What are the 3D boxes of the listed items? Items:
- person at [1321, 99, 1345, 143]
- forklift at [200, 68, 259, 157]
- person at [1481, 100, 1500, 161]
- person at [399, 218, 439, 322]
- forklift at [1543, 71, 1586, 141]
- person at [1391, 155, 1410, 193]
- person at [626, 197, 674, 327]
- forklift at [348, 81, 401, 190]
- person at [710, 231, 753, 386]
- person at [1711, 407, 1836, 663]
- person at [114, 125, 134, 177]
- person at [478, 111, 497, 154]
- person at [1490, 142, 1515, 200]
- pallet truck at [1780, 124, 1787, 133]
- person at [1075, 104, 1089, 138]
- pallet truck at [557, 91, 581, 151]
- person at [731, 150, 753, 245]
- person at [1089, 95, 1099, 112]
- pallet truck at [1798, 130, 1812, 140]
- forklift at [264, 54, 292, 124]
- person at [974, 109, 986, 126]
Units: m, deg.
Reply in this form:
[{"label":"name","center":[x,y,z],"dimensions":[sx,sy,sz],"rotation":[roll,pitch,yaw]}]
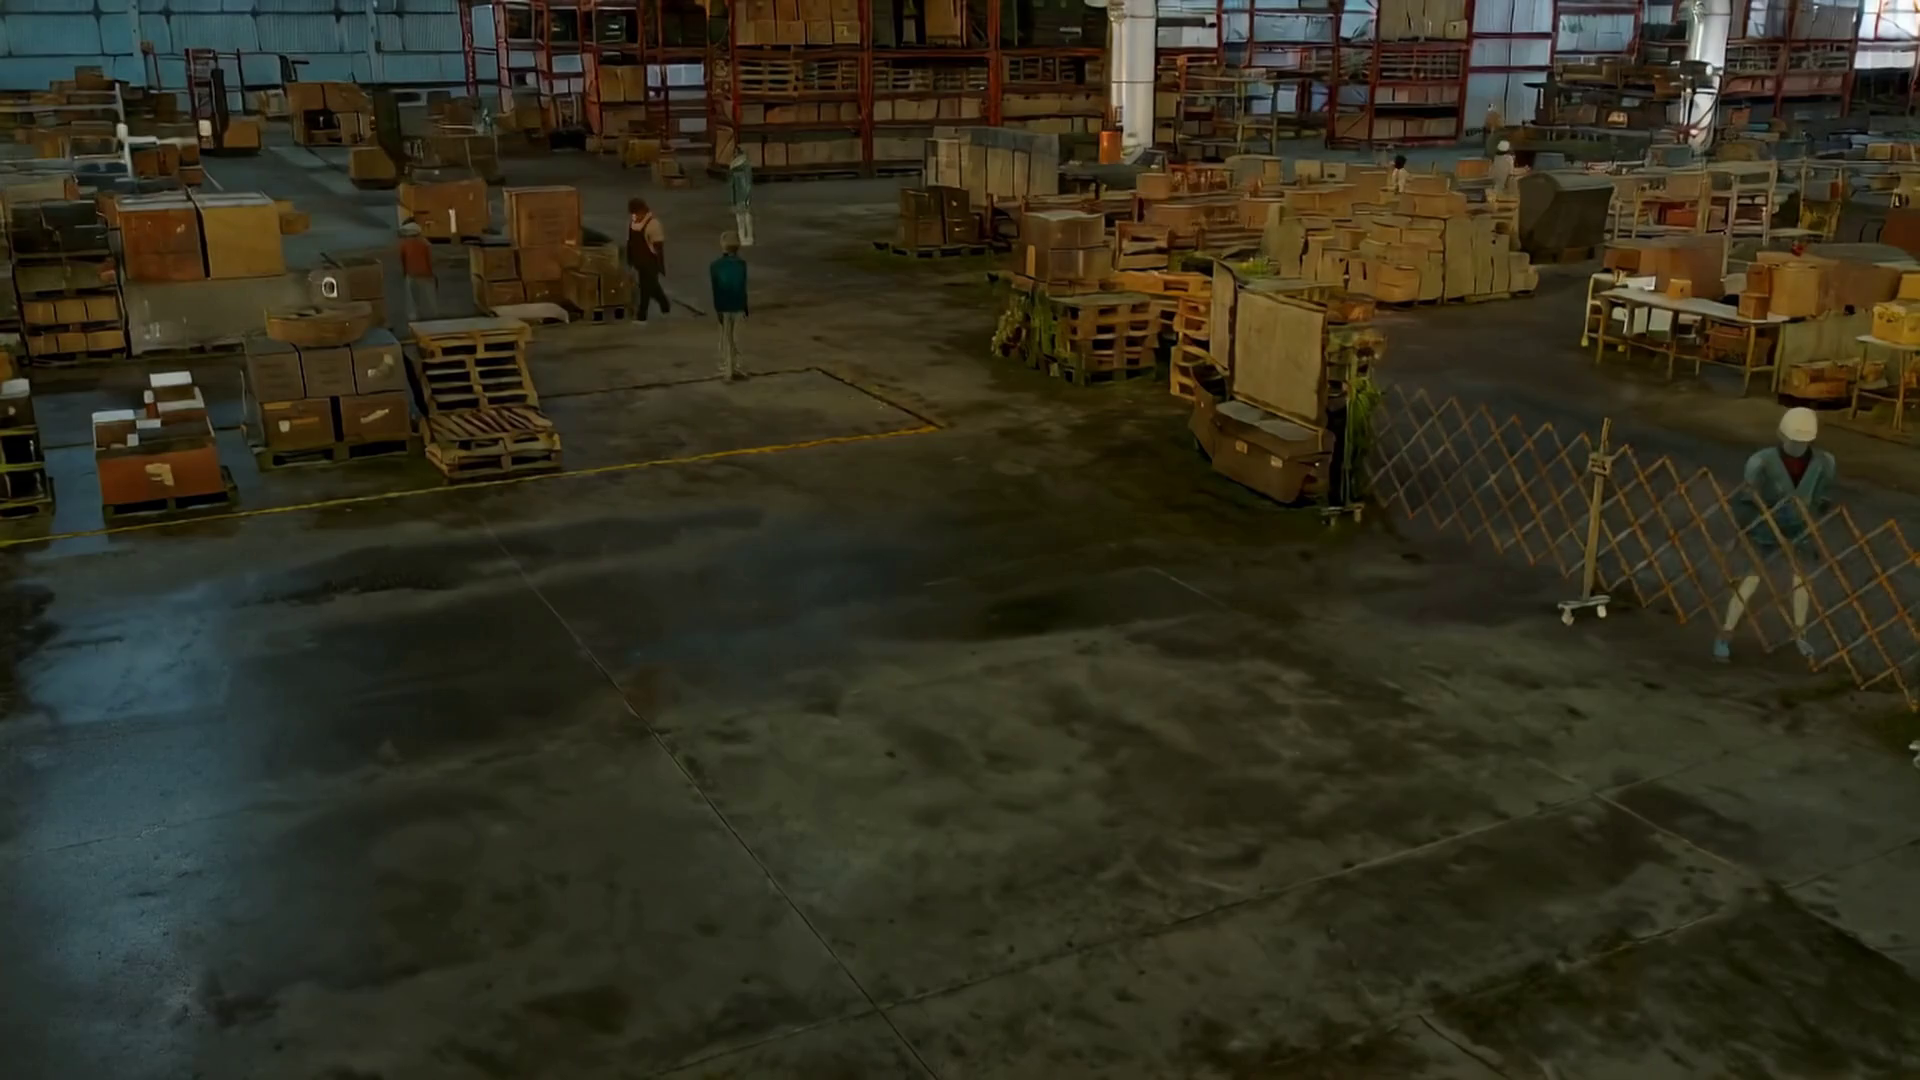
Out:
[{"label":"person","center":[13.566,-15.218,60.356],"dimensions":[0.901,1.580,0.514],"rotation":[-2,18,-5]},{"label":"forklift","center":[-24.369,-14.147,54.940],"dimensions":[1.873,2.768,1.129],"rotation":[-9,20,-26]},{"label":"person","center":[16.915,-13.120,53.285],"dimensions":[0.674,1.913,0.646],"rotation":[-3,18,-10]},{"label":"person","center":[-8.210,-4.026,25.287],"dimensions":[0.537,1.696,0.939],"rotation":[-3,18,-9]},{"label":"forklift","center":[18.685,-13.231,52.085],"dimensions":[1.873,2.768,1.129],"rotation":[-9,20,-26]},{"label":"person","center":[9.655,-7.574,36.382],"dimensions":[0.472,1.688,0.543],"rotation":[-7,19,-21]},{"label":"person","center":[-4.841,-4.399,25.904],"dimensions":[0.978,2.000,0.697],"rotation":[-16,24,-41]},{"label":"forklift","center":[-15.619,-10.988,45.089],"dimensions":[1.873,2.768,1.129],"rotation":[-9,20,-26]},{"label":"person","center":[-2.981,-3.031,21.711],"dimensions":[0.376,1.995,0.609],"rotation":[12,21,33]},{"label":"person","center":[6.123,-0.052,12.466],"dimensions":[0.811,1.986,0.584],"rotation":[3,18,9]},{"label":"person","center":[-21.008,-9.422,41.699],"dimensions":[0.512,1.950,0.640],"rotation":[-5,18,-14]},{"label":"person","center":[-13.825,-11.594,48.651],"dimensions":[0.508,1.855,0.455],"rotation":[0,18,-1]},{"label":"person","center":[12.605,-8.315,38.515],"dimensions":[0.867,1.797,0.581],"rotation":[-9,20,-27]},{"label":"pallet truck","center":[25.206,-12.542,52.601],"dimensions":[1.601,1.201,0.680],"rotation":[0,18,-2]},{"label":"person","center":[4.061,-13.673,55.408],"dimensions":[0.538,1.667,0.754],"rotation":[13,22,35]},{"label":"pallet truck","center":[-13.495,-14.412,57.188],"dimensions":[0.823,1.965,1.885],"rotation":[-3,18,-9]},{"label":"person","center":[-4.532,-7.102,34.493],"dimensions":[0.364,1.939,0.542],"rotation":[14,22,36]},{"label":"person","center":[4.798,-15.511,60.937],"dimensions":[0.637,1.805,0.939],"rotation":[-7,19,-20]},{"label":"pallet truck","center":[25.526,-11.556,49.408],"dimensions":[1.630,1.274,0.653],"rotation":[-9,20,-26]},{"label":"forklift","center":[-28.494,-19.123,70.450],"dimensions":[1.873,2.768,1.129],"rotation":[-9,20,-26]},{"label":"person","center":[0.560,-12.650,52.179],"dimensions":[0.540,1.695,0.317],"rotation":[4,18,12]}]
